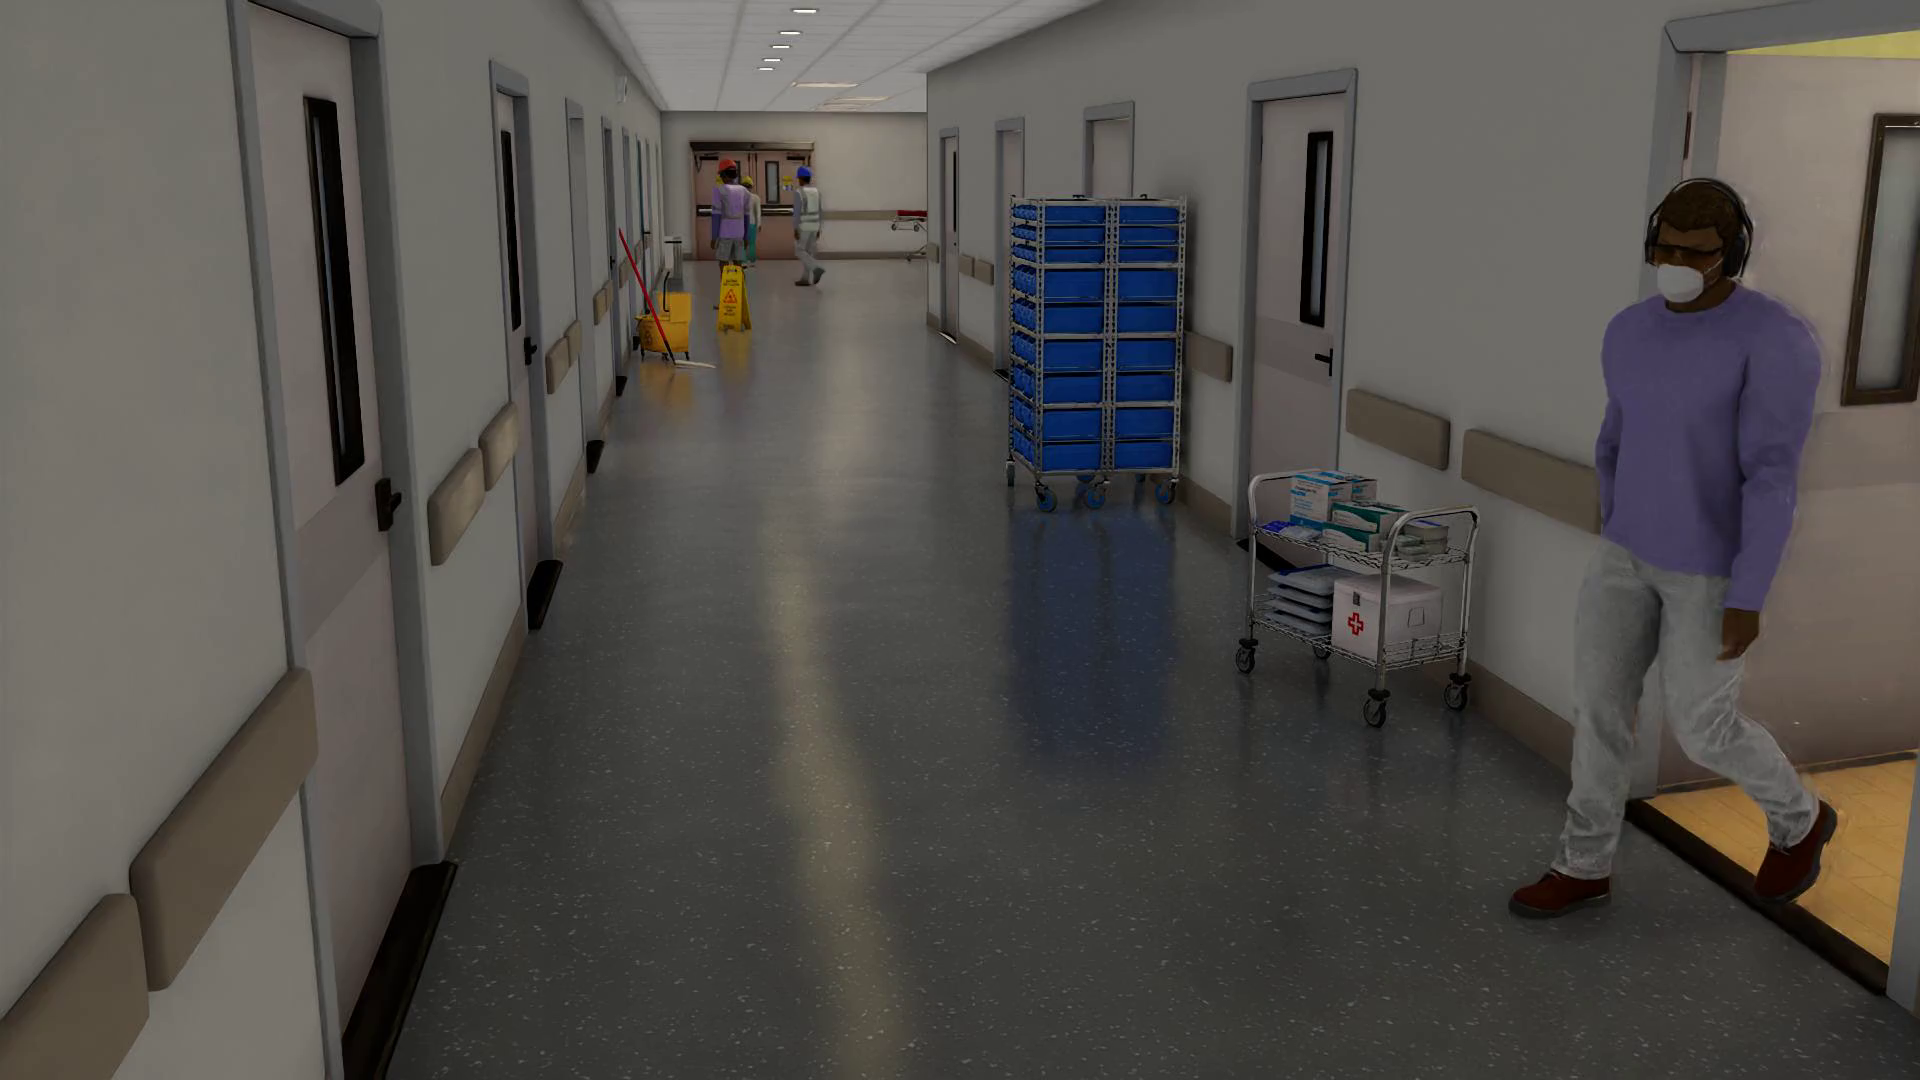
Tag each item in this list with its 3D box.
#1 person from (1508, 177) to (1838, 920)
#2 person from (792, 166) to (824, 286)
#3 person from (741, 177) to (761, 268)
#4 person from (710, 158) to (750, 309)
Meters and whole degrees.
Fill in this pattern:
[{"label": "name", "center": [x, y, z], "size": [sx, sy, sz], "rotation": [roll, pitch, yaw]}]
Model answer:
[{"label": "person", "center": [1.865, 0.059, 4.178], "size": [0.747, 1.911, 0.638], "rotation": [-6, 14, -23]}, {"label": "person", "center": [-2.435, -5.045, 26.803], "size": [0.674, 1.928, 0.625], "rotation": [10, 16, 38]}, {"label": "person", "center": [-4.074, -6.069, 31.820], "size": [0.535, 1.720, 0.893], "rotation": [-1, 13, -3]}, {"label": "person", "center": [-3.133, -4.148, 22.611], "size": [0.613, 2.029, 0.407], "rotation": [-12, 18, -43]}]
